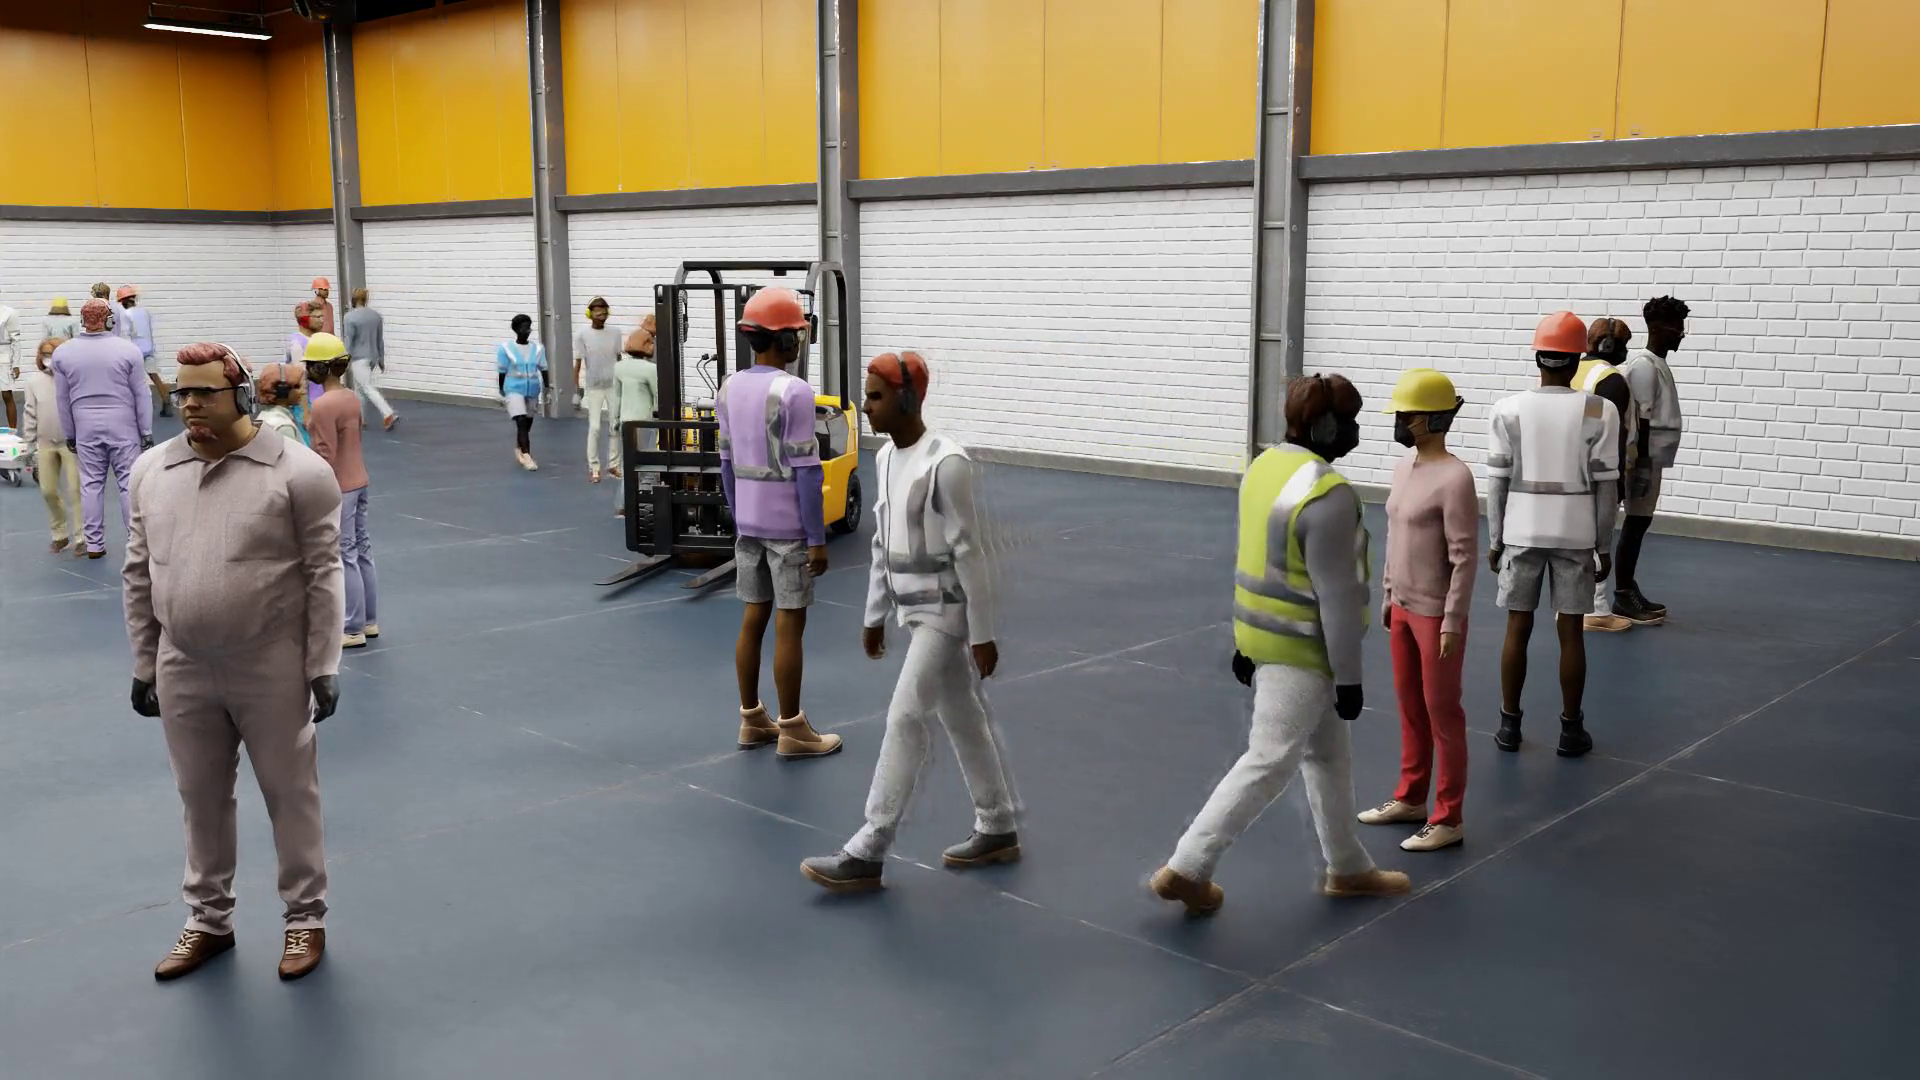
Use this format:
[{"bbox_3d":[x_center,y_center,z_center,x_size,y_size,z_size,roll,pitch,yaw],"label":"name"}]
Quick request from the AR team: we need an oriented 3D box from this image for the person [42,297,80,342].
[{"bbox_3d":[-13.235,-2.730,24.594,0.495,1.695,0.899,-1,9,-5],"label":"person"}]

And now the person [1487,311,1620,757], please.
[{"bbox_3d":[2.569,-0.020,7.250,0.544,1.938,0.355,4,10,24],"label":"person"}]

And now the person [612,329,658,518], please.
[{"bbox_3d":[-2.688,-1.009,14.324,0.516,1.594,0.781,6,11,34],"label":"person"}]

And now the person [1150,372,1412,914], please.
[{"bbox_3d":[1.051,0.355,5.412,0.913,1.804,0.646,-1,9,-9],"label":"person"}]

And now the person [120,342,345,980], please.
[{"bbox_3d":[-2.175,0.368,4.968,0.651,1.907,0.409,0,9,1],"label":"person"}]

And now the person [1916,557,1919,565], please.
[{"bbox_3d":[6.881,-0.600,11.070,0.670,1.856,0.976,-7,11,-36],"label":"person"}]

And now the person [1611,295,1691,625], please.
[{"bbox_3d":[4.144,-0.485,10.015,0.365,1.962,0.614,5,10,27],"label":"person"}]

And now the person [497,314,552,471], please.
[{"bbox_3d":[-4.679,-1.587,17.751,0.537,1.655,0.878,-7,12,-37],"label":"person"}]

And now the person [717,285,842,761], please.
[{"bbox_3d":[-0.787,-0.068,7.212,0.607,2.048,0.366,9,13,44],"label":"person"}]

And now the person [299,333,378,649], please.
[{"bbox_3d":[-3.492,-0.271,9.313,0.331,1.768,0.526,0,9,1],"label":"person"}]

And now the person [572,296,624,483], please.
[{"bbox_3d":[-3.593,-1.499,16.581,0.601,1.849,0.478,-6,11,-31],"label":"person"}]

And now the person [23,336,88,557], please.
[{"bbox_3d":[-6.642,-0.686,12.302,0.505,1.641,0.301,0,9,-2],"label":"person"}]

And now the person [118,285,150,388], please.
[{"bbox_3d":[-12.625,-2.935,25.330,0.521,1.873,0.335,-5,11,-28],"label":"person"}]

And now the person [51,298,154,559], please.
[{"bbox_3d":[-6.239,-0.809,12.185,0.643,1.908,0.410,-2,9,-10],"label":"person"}]

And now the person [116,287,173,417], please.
[{"bbox_3d":[-11.757,-2.682,23.807,1.031,1.865,0.619,3,10,20],"label":"person"}]

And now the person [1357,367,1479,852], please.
[{"bbox_3d":[1.685,0.254,6.095,0.329,1.767,0.528,-2,9,-12],"label":"person"}]

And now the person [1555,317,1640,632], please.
[{"bbox_3d":[3.764,-0.387,9.821,0.430,1.837,0.620,-1,9,-6],"label":"person"}]

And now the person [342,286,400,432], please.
[{"bbox_3d":[-7.720,-2.354,21.697,0.972,1.905,0.638,4,10,21],"label":"person"}]

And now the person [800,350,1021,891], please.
[{"bbox_3d":[-0.181,0.277,5.722,0.936,1.836,0.587,-4,10,-22],"label":"person"}]

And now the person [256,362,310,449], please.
[{"bbox_3d":[-3.600,-0.122,8.827,0.321,1.631,0.514,-5,11,-30],"label":"person"}]

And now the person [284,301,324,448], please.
[{"bbox_3d":[-5.665,-1.146,14.451,0.393,1.839,0.620,-2,9,-10],"label":"person"}]

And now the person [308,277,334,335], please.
[{"bbox_3d":[-9.649,-2.976,25.196,0.379,1.996,0.609,2,10,14],"label":"person"}]

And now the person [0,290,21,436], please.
[{"bbox_3d":[-11.486,-2.113,19.763,0.606,2.044,0.374,-1,9,-8],"label":"person"}]

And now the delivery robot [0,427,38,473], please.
[{"bbox_3d":[-9.406,-0.865,16.374,0.707,0.478,0.477,4,10,22],"label":"delivery robot"}]

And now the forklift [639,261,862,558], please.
[{"bbox_3d":[-1.552,-1.040,12.721,1.214,2.155,2.313,2,9,11],"label":"forklift"}]

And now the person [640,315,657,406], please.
[{"bbox_3d":[-3.536,-1.832,19.424,0.880,1.582,0.511,2,9,11],"label":"person"}]

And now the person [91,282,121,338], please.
[{"bbox_3d":[-11.641,-2.540,22.698,0.364,1.939,0.636,-1,9,-8],"label":"person"}]
